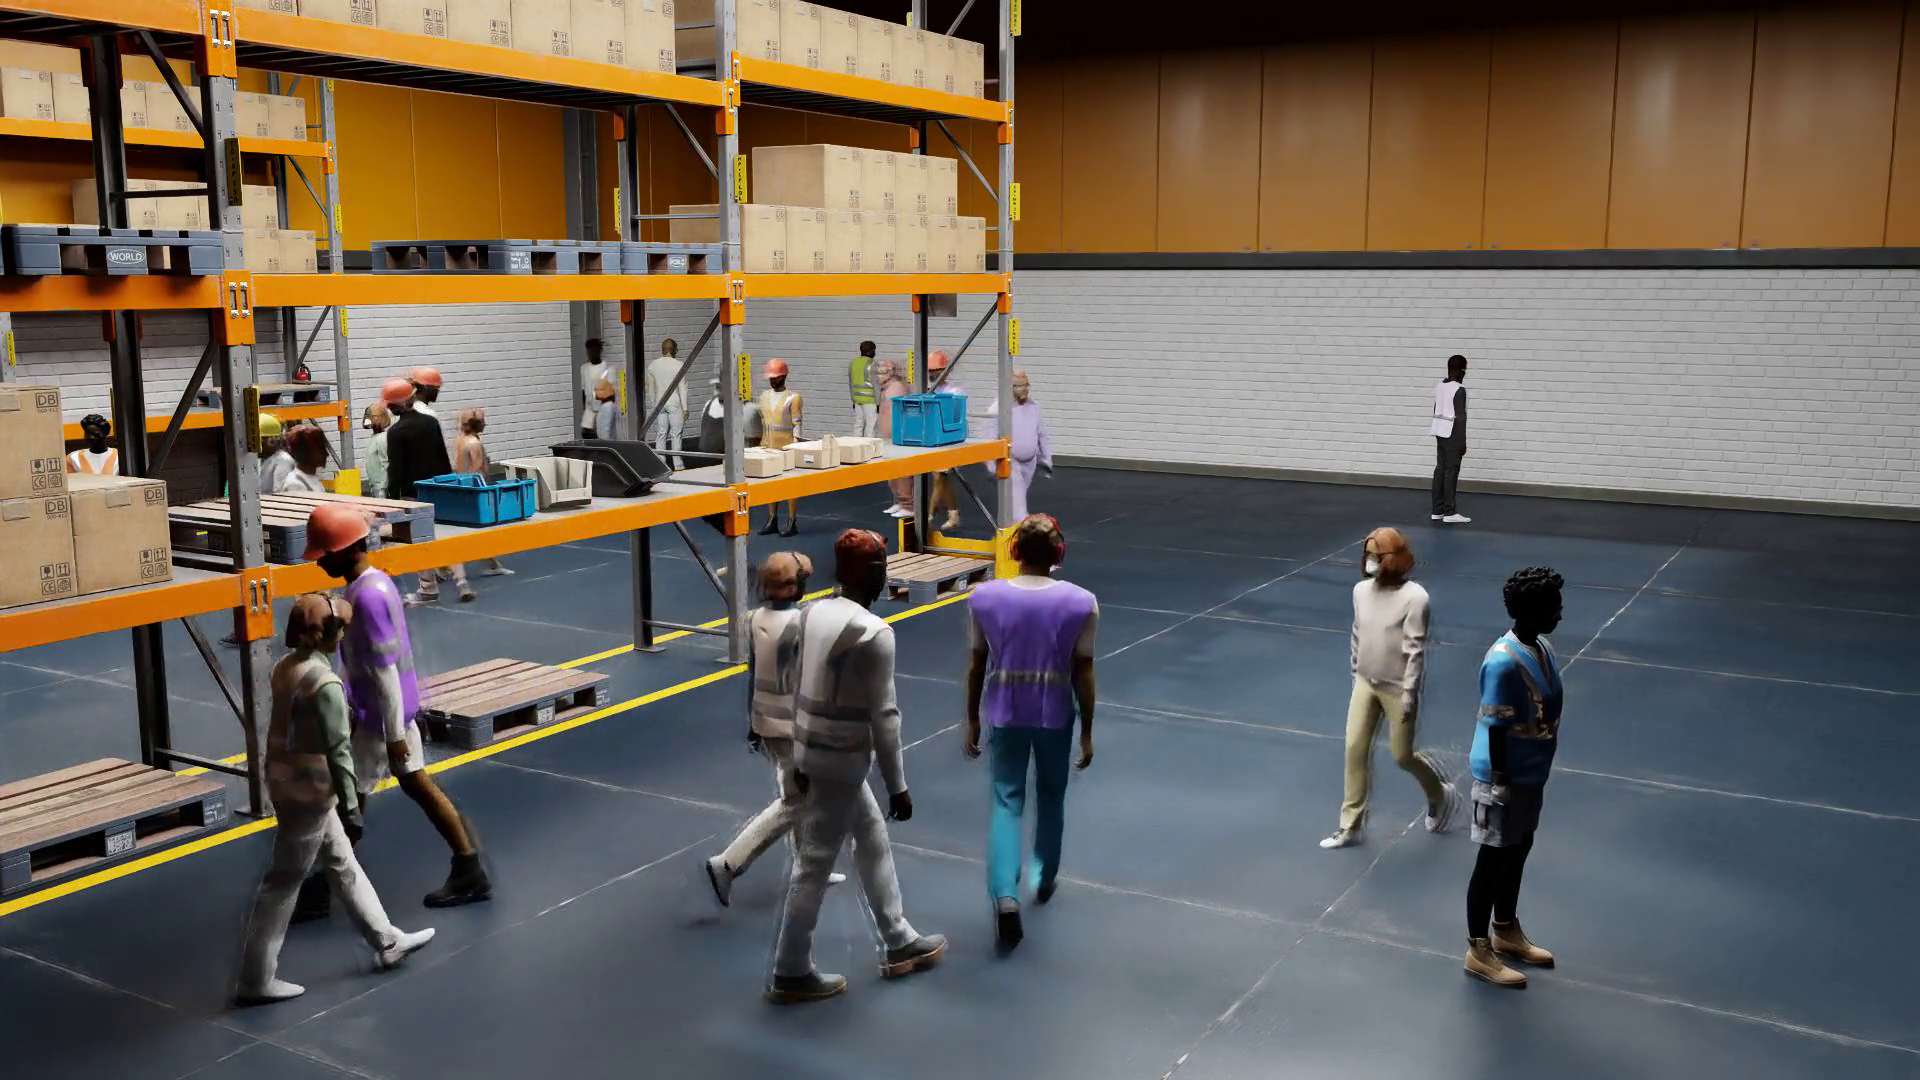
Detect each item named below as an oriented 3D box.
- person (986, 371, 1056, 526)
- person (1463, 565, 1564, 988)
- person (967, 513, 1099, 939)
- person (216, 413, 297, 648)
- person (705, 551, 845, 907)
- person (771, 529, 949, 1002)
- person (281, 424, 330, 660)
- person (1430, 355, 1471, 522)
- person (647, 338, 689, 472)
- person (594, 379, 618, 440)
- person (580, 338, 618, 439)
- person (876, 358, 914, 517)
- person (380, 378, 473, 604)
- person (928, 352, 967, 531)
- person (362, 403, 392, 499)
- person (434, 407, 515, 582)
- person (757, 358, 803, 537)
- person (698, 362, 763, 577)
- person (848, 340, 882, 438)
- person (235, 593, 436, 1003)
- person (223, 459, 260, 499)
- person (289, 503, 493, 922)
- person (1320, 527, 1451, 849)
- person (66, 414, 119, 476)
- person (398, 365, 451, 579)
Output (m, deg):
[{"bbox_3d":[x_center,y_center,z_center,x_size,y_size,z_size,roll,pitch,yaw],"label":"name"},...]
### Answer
[{"bbox_3d":[0.643,-0.756,16.692,0.664,1.856,0.979,-7,11,-37],"label":"person"},{"bbox_3d":[2.232,0.933,6.688,0.320,1.694,0.534,7,12,38],"label":"person"},{"bbox_3d":[0.305,0.787,7.219,0.579,1.813,0.874,1,9,7],"label":"person"},{"bbox_3d":[-5.208,-0.079,12.736,0.949,1.791,0.603,-9,13,-44],"label":"person"},{"bbox_3d":[-0.833,0.853,7.446,0.703,1.603,0.517,-6,11,-35],"label":"person"},{"bbox_3d":[-0.374,0.876,6.548,0.881,1.837,0.586,-4,10,-24],"label":"person"},{"bbox_3d":[-4.177,0.193,10.729,0.342,1.887,0.584,-2,9,-12],"label":"person"},{"bbox_3d":[5.622,-1.164,19.085,0.393,1.915,0.589,-2,9,-13],"label":"person"},{"bbox_3d":[-4.071,-1.854,23.334,0.627,1.934,0.371,4,10,25],"label":"person"},{"bbox_3d":[-4.174,-1.121,19.811,0.838,1.594,0.511,-4,10,-21],"label":"person"},{"bbox_3d":[-5.089,-1.848,23.272,0.609,1.947,0.584,3,10,18],"label":"person"},{"bbox_3d":[-0.732,-1.172,19.294,0.523,1.864,0.679,0,9,1],"label":"person"},{"bbox_3d":[-4.603,-0.409,14.265,0.596,1.981,0.674,4,10,23],"label":"person"},{"bbox_3d":[-0.283,-1.048,18.117,0.635,1.985,1.049,7,11,37],"label":"person"},{"bbox_3d":[-5.443,-0.468,15.603,0.280,1.636,0.500,-5,11,-30],"label":"person"},{"bbox_3d":[-4.565,-0.420,15.395,0.767,1.614,0.526,-5,10,-27],"label":"person"},{"bbox_3d":[-1.960,-0.997,17.969,0.544,1.937,0.358,5,10,29],"label":"person"},{"bbox_3d":[-2.185,-0.677,15.646,0.694,2.000,0.591,7,11,37],"label":"person"},{"bbox_3d":[-1.385,-2.070,24.964,0.634,1.841,0.429,9,13,44],"label":"person"},{"bbox_3d":[-2.496,1.000,6.539,0.826,1.585,0.549,-7,11,-36],"label":"person"},{"bbox_3d":[-7.132,-0.685,16.606,0.522,1.750,0.448,3,9,16],"label":"person"},{"bbox_3d":[-2.563,0.752,7.290,0.994,1.863,0.557,-3,10,-17],"label":"person"},{"bbox_3d":[2.147,0.725,8.246,0.702,1.608,0.503,-6,11,-35],"label":"person"},{"bbox_3d":[-7.054,-0.194,13.701,0.537,1.695,0.320,-3,9,-16],"label":"person"},{"bbox_3d":[-5.063,-0.593,15.240,0.625,2.015,0.871,8,12,42],"label":"person"}]
